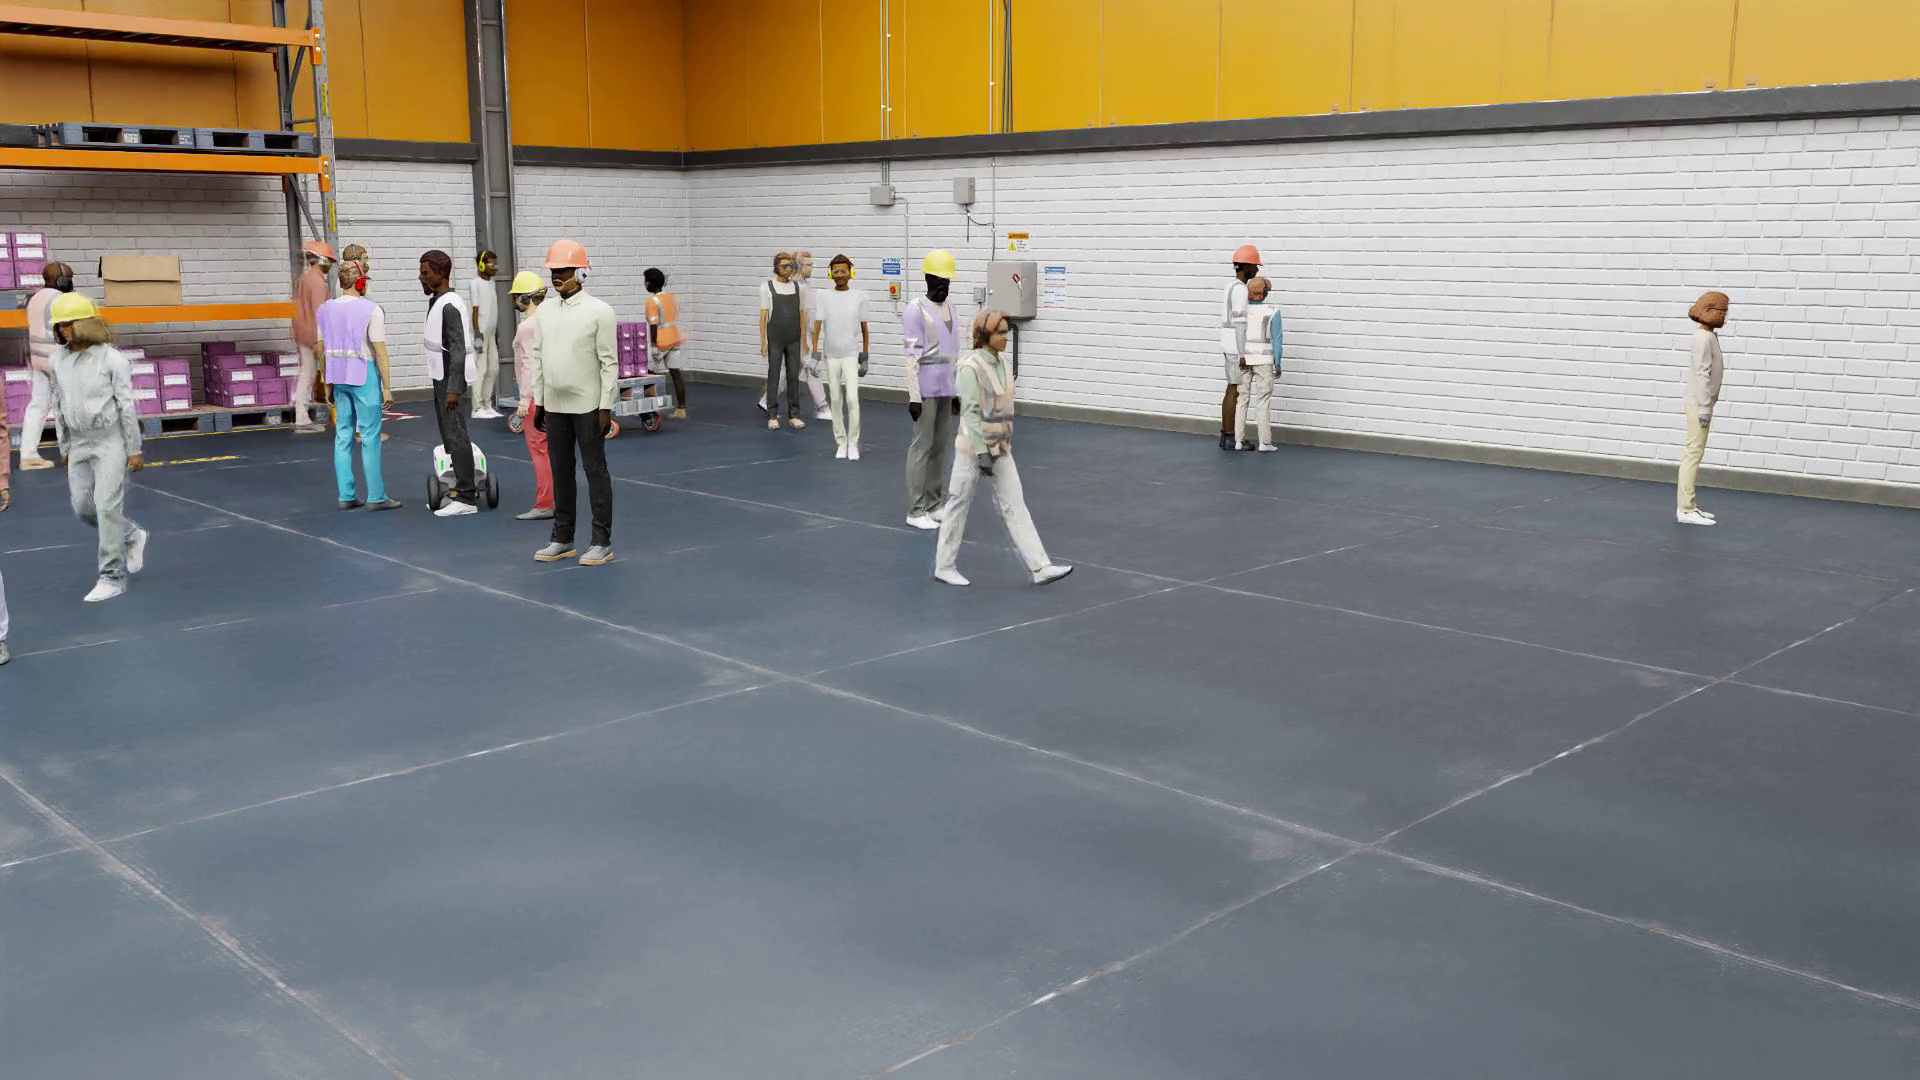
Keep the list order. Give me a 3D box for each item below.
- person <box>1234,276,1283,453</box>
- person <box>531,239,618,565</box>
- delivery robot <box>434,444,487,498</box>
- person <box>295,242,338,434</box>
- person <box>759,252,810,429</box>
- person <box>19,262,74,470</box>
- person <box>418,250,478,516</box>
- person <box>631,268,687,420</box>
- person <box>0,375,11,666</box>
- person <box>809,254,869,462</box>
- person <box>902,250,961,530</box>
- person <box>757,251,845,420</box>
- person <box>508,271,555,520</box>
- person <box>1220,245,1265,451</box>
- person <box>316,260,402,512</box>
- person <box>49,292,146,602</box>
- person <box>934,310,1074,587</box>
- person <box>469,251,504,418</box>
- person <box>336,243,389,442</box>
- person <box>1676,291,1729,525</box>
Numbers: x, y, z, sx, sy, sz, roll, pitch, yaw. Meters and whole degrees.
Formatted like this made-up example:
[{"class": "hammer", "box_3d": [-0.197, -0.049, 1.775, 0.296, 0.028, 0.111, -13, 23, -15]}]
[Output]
[{"class": "person", "box_3d": [2.764, -1.636, 15.562, 0.523, 1.638, 0.310, 7, 12, 32]}, {"class": "person", "box_3d": [-2.383, -0.841, 10.256, 0.611, 1.995, 0.375, 5, 11, 24]}, {"class": "delivery robot", "box_3d": [-3.756, -0.575, 12.481, 0.477, 0.478, 0.707, -4, 11, -20]}, {"class": "person", "box_3d": [-6.480, -2.073, 17.106, 0.899, 1.943, 0.606, -9, 14, -40]}, {"class": "person", "box_3d": [-1.834, -2.081, 17.457, 0.542, 1.844, 0.335, -5, 12, -25]}, {"class": "person", "box_3d": [-7.833, -1.525, 14.562, 0.634, 1.782, 0.990, 7, 12, 32]}, {"class": "person", "box_3d": [-3.710, -1.138, 12.089, 0.376, 1.915, 0.599, -5, 11, -25]}, {"class": "person", "box_3d": [-3.335, -2.139, 18.241, 0.752, 1.663, 0.571, 5, 12, 27]}, {"class": "person", "box_3d": [-4.714, -0.263, 7.754, 0.523, 1.760, 0.327, -3, 11, -17]}, {"class": "person", "box_3d": [-1.088, -1.624, 14.937, 0.524, 1.845, 0.728, 0, 10, 1]}, {"class": "person", "box_3d": [-0.167, -1.040, 11.539, 0.379, 1.920, 0.594, 6, 12, 29]}, {"class": "person", "box_3d": [-1.783, -2.245, 18.298, 0.960, 1.860, 0.657, 0, 10, 1]}, {"class": "person", "box_3d": [-3.047, -1.025, 11.881, 0.312, 1.767, 0.533, 1, 10, 4]}, {"class": "person", "box_3d": [2.657, -1.806, 15.689, 0.386, 1.930, 0.549, 1, 10, 3]}, {"class": "person", "box_3d": [-4.434, -1.122, 12.196, 0.572, 1.843, 0.373, 3, 11, 18]}, {"class": "person", "box_3d": [-4.817, -0.545, 9.393, 0.496, 1.717, 0.612, 2, 11, 11]}, {"class": "person", "box_3d": [0.210, -0.498, 9.476, 0.879, 1.593, 0.521, 7, 13, 34]}, {"class": "person", "box_3d": [-5.253, -2.251, 18.436, 0.406, 1.860, 0.529, 2, 11, 10]}, {"class": "person", "box_3d": [-5.936, -1.942, 16.414, 0.372, 1.940, 0.627, -7, 12, -32]}, {"class": "person", "box_3d": [5.242, -0.931, 11.737, 0.289, 1.633, 0.498, 4, 11, 23]}]
